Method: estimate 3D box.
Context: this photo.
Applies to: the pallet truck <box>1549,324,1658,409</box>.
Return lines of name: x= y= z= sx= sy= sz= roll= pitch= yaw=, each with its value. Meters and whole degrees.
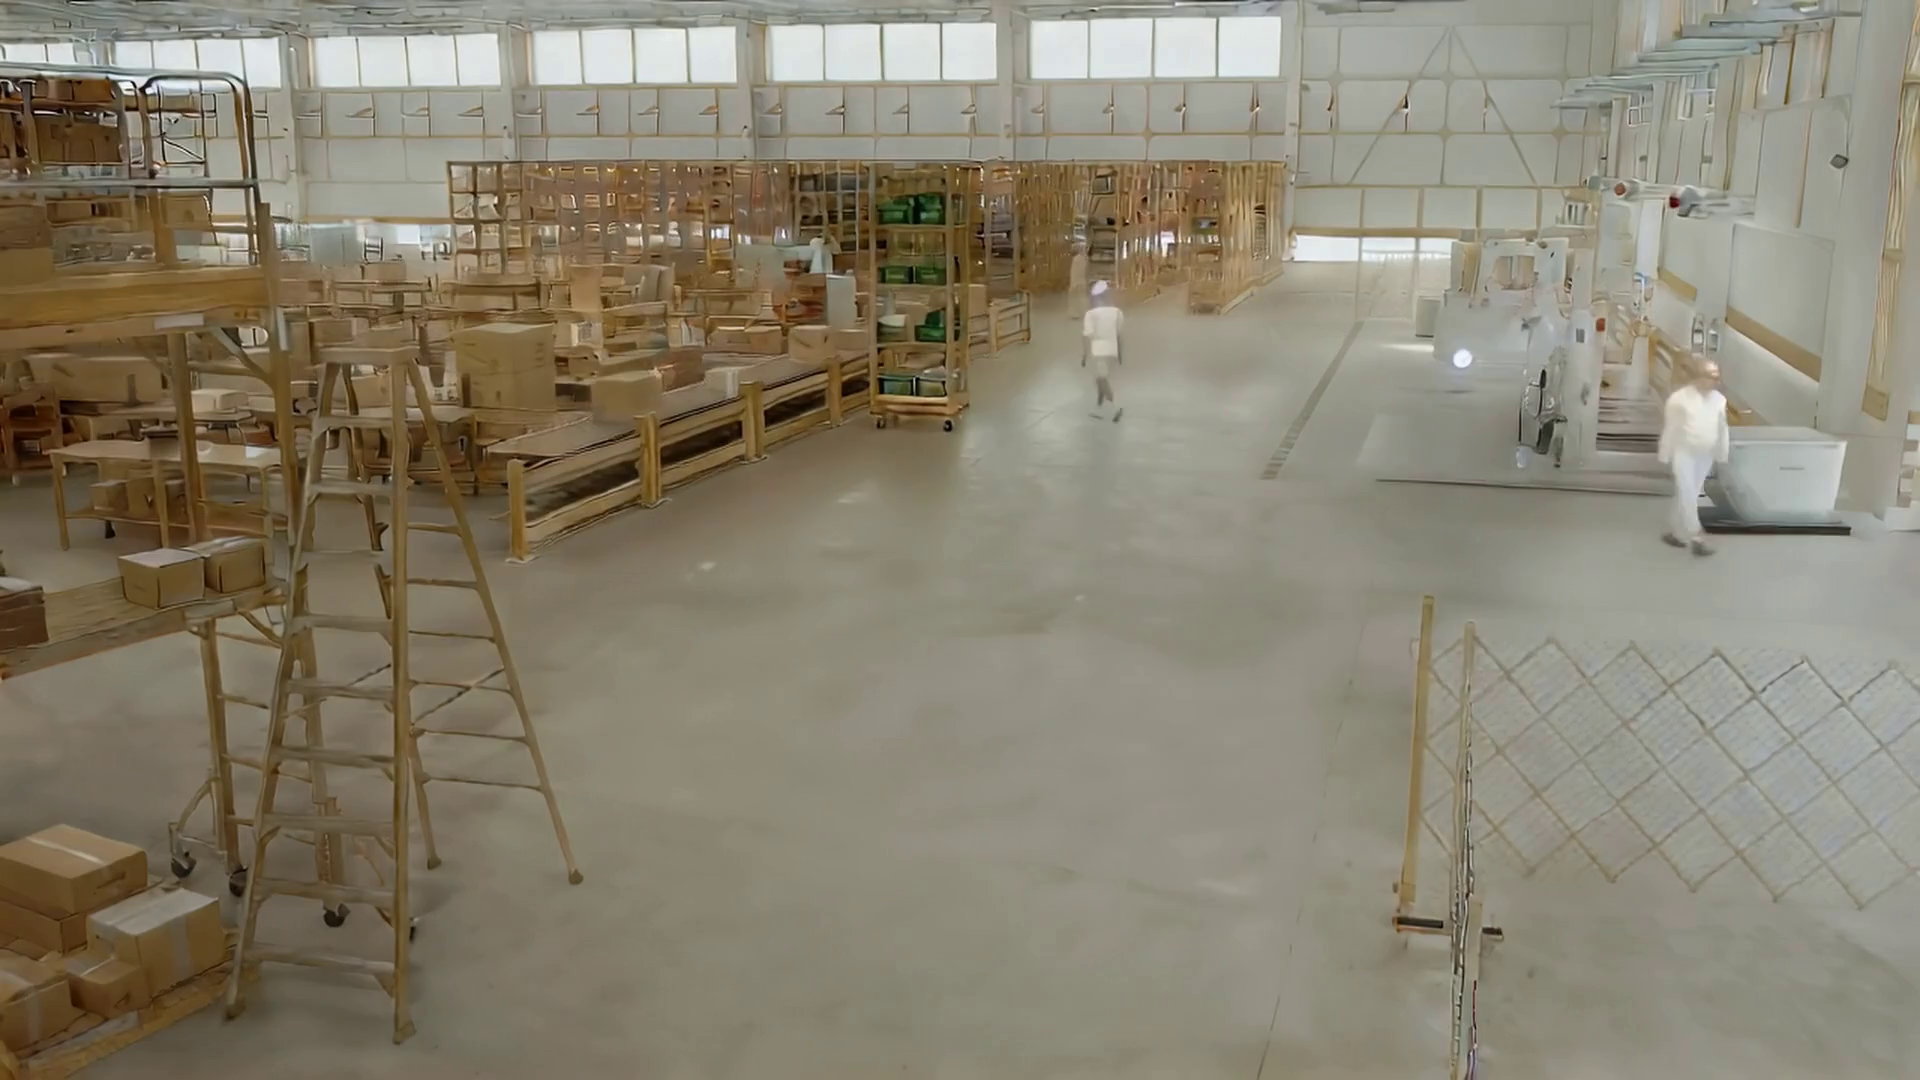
pallet truck: x=9.824 y=-2.669 z=25.407 sx=1.601 sy=1.201 sz=0.680 roll=4 pitch=14 yaw=16

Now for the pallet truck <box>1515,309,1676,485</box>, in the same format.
pallet truck: x=7.554 y=-1.677 z=19.446 sx=1.885 sy=1.965 sz=0.823 roll=3 pitch=13 yaw=14

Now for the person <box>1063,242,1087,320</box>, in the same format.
person: x=2.662 y=-5.980 z=38.453 sx=0.657 sy=1.809 sz=0.615 roll=6 pitch=14 yaw=25

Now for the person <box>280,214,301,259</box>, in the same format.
person: x=-21.636 y=-9.572 z=53.732 sx=0.615 sy=1.920 sz=0.905 roll=-12 pitch=18 yaw=-42

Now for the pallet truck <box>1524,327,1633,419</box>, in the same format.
pallet truck: x=9.065 y=-2.460 z=24.370 sx=1.522 sy=1.261 sz=0.704 roll=3 pitch=13 yaw=14

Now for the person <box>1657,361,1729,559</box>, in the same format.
person: x=7.046 y=-0.769 z=15.839 sx=0.656 sy=1.848 sz=1.006 roll=-3 pitch=13 yaw=-14

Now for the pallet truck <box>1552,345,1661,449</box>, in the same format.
pallet truck: x=8.641 y=-1.896 z=21.908 sx=1.630 sy=1.274 sz=0.653 roll=4 pitch=14 yaw=16

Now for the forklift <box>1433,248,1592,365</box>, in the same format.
forklift: x=9.780 y=-4.111 z=29.280 sx=2.680 sy=1.987 sz=1.157 roll=3 pitch=13 yaw=14

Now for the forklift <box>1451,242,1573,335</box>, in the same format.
forklift: x=10.464 y=-4.597 z=31.405 sx=2.680 sy=1.987 sz=1.157 roll=4 pitch=14 yaw=16

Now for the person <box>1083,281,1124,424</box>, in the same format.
person: x=2.089 y=-2.674 z=23.752 sx=0.617 sy=2.013 sz=0.951 roll=-7 pitch=15 yaw=-28

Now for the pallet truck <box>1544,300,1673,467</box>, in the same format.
pallet truck: x=8.263 y=-1.952 z=20.631 sx=1.885 sy=1.965 sz=0.823 roll=5 pitch=14 yaw=20
